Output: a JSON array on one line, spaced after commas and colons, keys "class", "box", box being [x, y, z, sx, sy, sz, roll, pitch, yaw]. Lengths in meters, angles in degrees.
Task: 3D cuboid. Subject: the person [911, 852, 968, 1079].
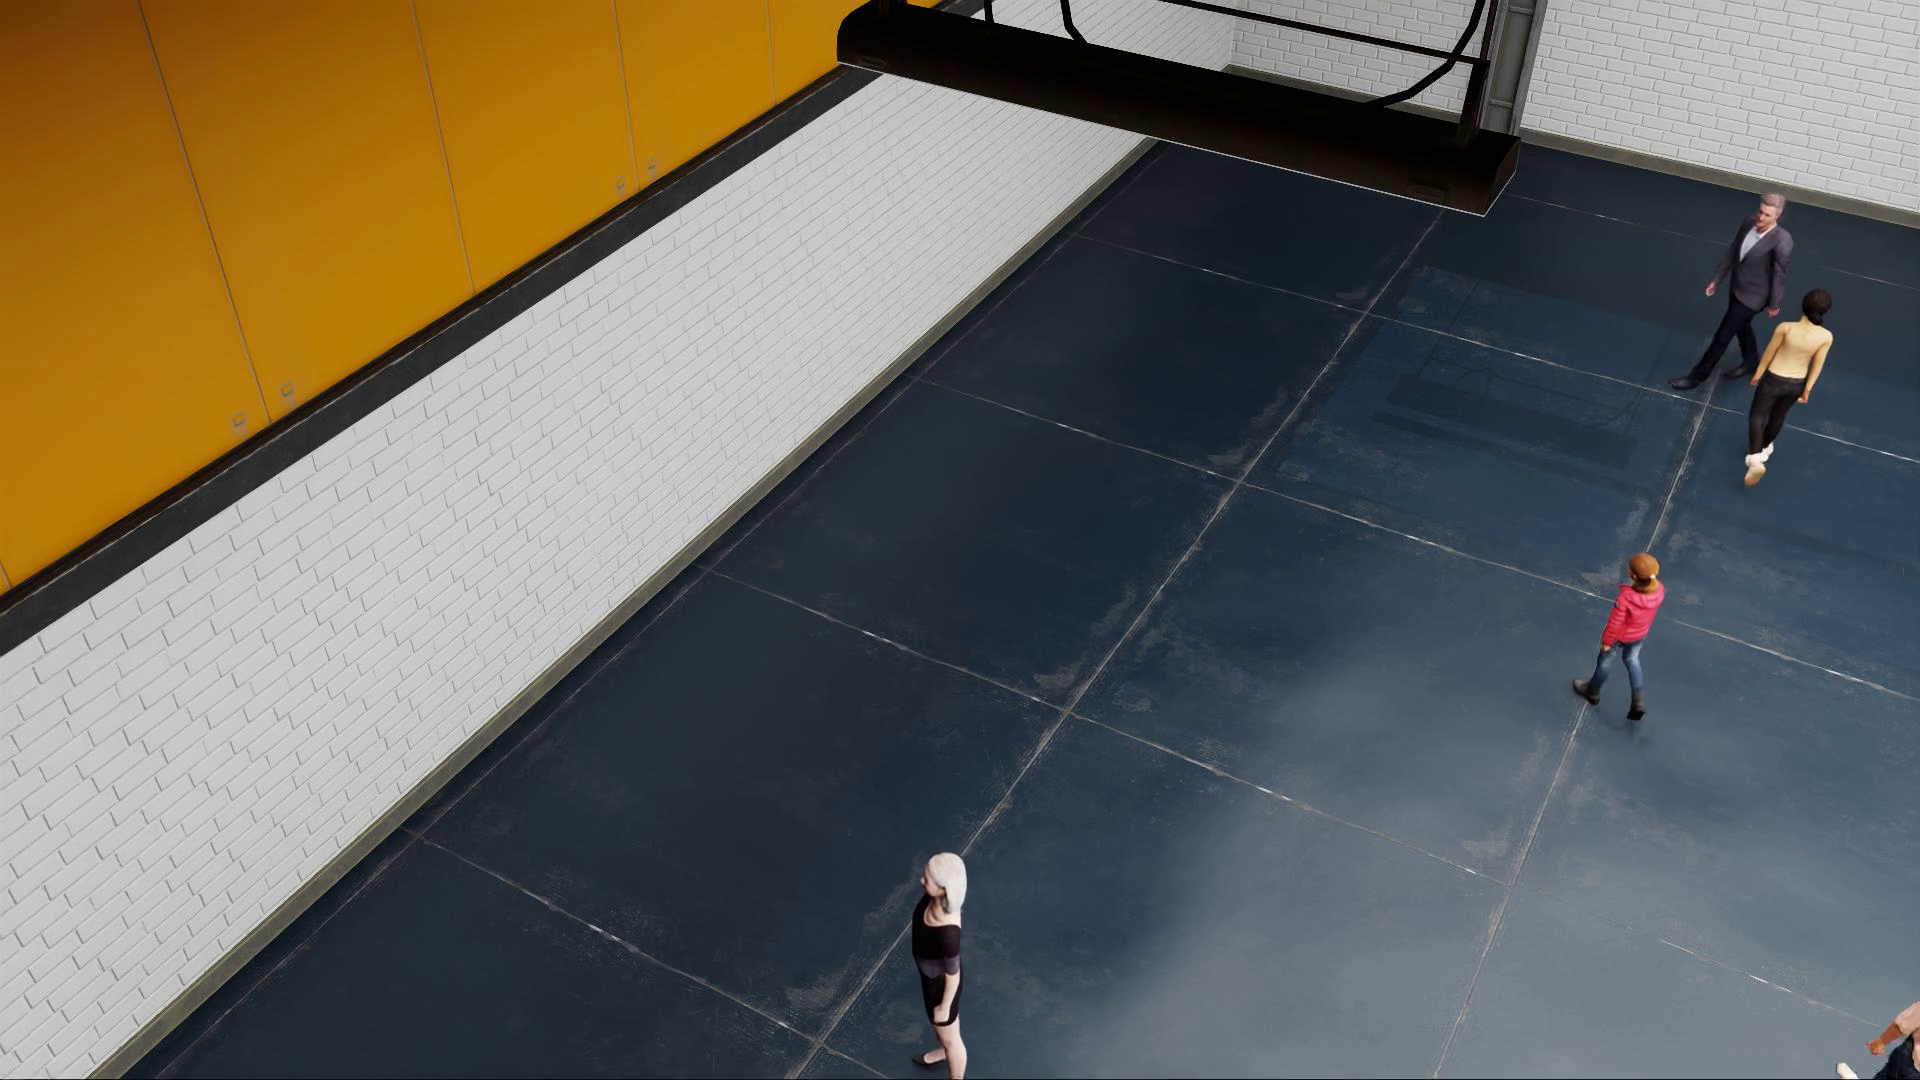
[{"class": "person", "box": [-0.091, 2.212, 8.412, 0.687, 1.830, 0.644, -7, 39, -8]}]

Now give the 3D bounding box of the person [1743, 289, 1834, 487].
[{"class": "person", "box": [6.333, -1.174, 12.799, 0.996, 1.645, 0.825, 10, 40, 12]}]

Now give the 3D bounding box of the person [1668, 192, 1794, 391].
[{"class": "person", "box": [6.588, -2.060, 13.794, 1.239, 1.789, 1.143, -7, 39, -9]}]

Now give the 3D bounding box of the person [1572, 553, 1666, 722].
[{"class": "person", "box": [4.373, 0.640, 10.800, 0.789, 1.305, 0.855, -11, 40, -14]}]
